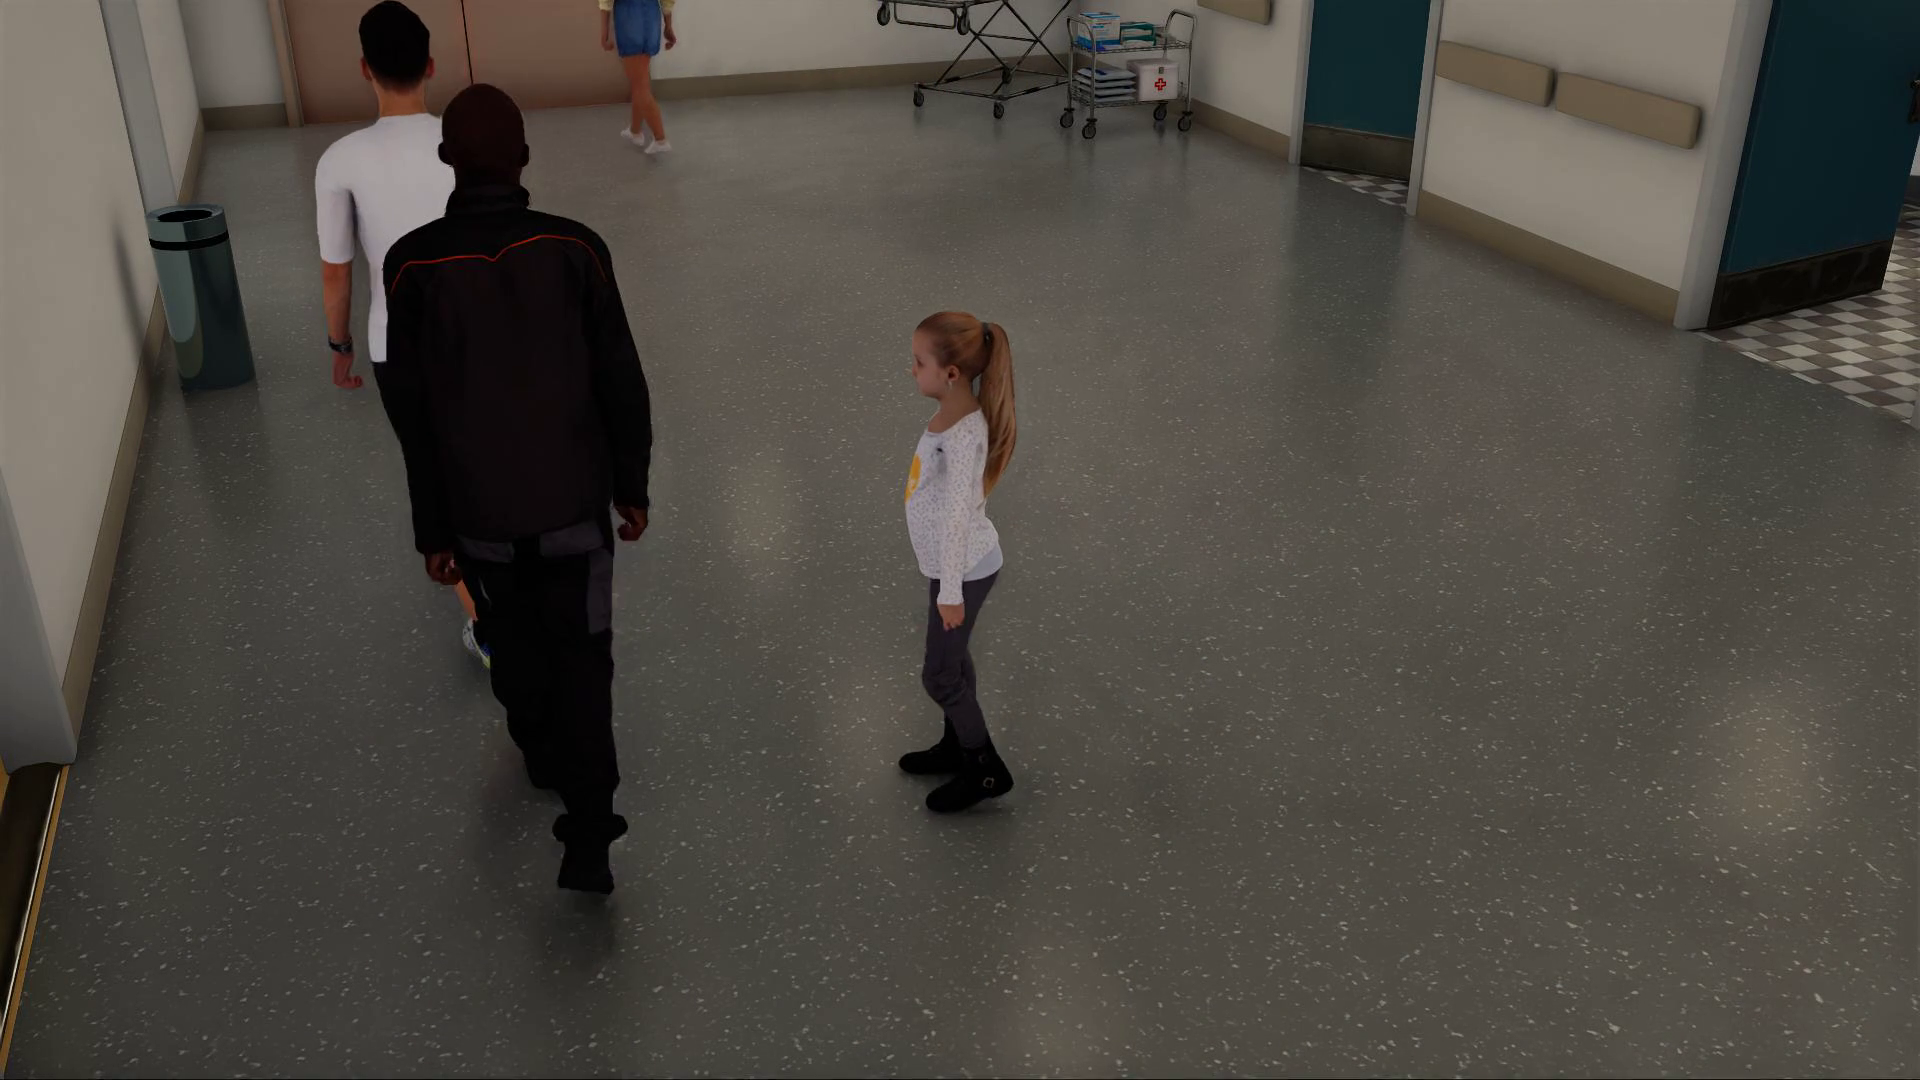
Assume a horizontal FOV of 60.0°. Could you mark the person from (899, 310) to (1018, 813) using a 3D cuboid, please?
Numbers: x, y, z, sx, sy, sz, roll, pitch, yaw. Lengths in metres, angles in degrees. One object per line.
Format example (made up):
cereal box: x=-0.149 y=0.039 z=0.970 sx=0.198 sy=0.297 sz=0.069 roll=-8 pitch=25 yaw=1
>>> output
person: x=0.014 y=0.064 z=4.047 sx=0.622 sy=1.276 sz=0.515 roll=-2 pitch=26 yaw=-3

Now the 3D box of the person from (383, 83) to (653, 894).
person: x=-0.960 y=-0.050 z=3.678 sx=0.814 sy=1.802 sz=1.249 roll=-4 pitch=26 yaw=-9

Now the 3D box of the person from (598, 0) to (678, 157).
person: x=-1.998 y=-3.195 z=10.434 sx=0.875 sy=1.599 sz=1.120 roll=-20 pitch=32 yaw=-35

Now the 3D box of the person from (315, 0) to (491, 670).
person: x=-1.417 y=-0.485 z=4.568 sx=0.789 sy=1.813 sz=1.164 roll=-12 pitch=28 yaw=-24
